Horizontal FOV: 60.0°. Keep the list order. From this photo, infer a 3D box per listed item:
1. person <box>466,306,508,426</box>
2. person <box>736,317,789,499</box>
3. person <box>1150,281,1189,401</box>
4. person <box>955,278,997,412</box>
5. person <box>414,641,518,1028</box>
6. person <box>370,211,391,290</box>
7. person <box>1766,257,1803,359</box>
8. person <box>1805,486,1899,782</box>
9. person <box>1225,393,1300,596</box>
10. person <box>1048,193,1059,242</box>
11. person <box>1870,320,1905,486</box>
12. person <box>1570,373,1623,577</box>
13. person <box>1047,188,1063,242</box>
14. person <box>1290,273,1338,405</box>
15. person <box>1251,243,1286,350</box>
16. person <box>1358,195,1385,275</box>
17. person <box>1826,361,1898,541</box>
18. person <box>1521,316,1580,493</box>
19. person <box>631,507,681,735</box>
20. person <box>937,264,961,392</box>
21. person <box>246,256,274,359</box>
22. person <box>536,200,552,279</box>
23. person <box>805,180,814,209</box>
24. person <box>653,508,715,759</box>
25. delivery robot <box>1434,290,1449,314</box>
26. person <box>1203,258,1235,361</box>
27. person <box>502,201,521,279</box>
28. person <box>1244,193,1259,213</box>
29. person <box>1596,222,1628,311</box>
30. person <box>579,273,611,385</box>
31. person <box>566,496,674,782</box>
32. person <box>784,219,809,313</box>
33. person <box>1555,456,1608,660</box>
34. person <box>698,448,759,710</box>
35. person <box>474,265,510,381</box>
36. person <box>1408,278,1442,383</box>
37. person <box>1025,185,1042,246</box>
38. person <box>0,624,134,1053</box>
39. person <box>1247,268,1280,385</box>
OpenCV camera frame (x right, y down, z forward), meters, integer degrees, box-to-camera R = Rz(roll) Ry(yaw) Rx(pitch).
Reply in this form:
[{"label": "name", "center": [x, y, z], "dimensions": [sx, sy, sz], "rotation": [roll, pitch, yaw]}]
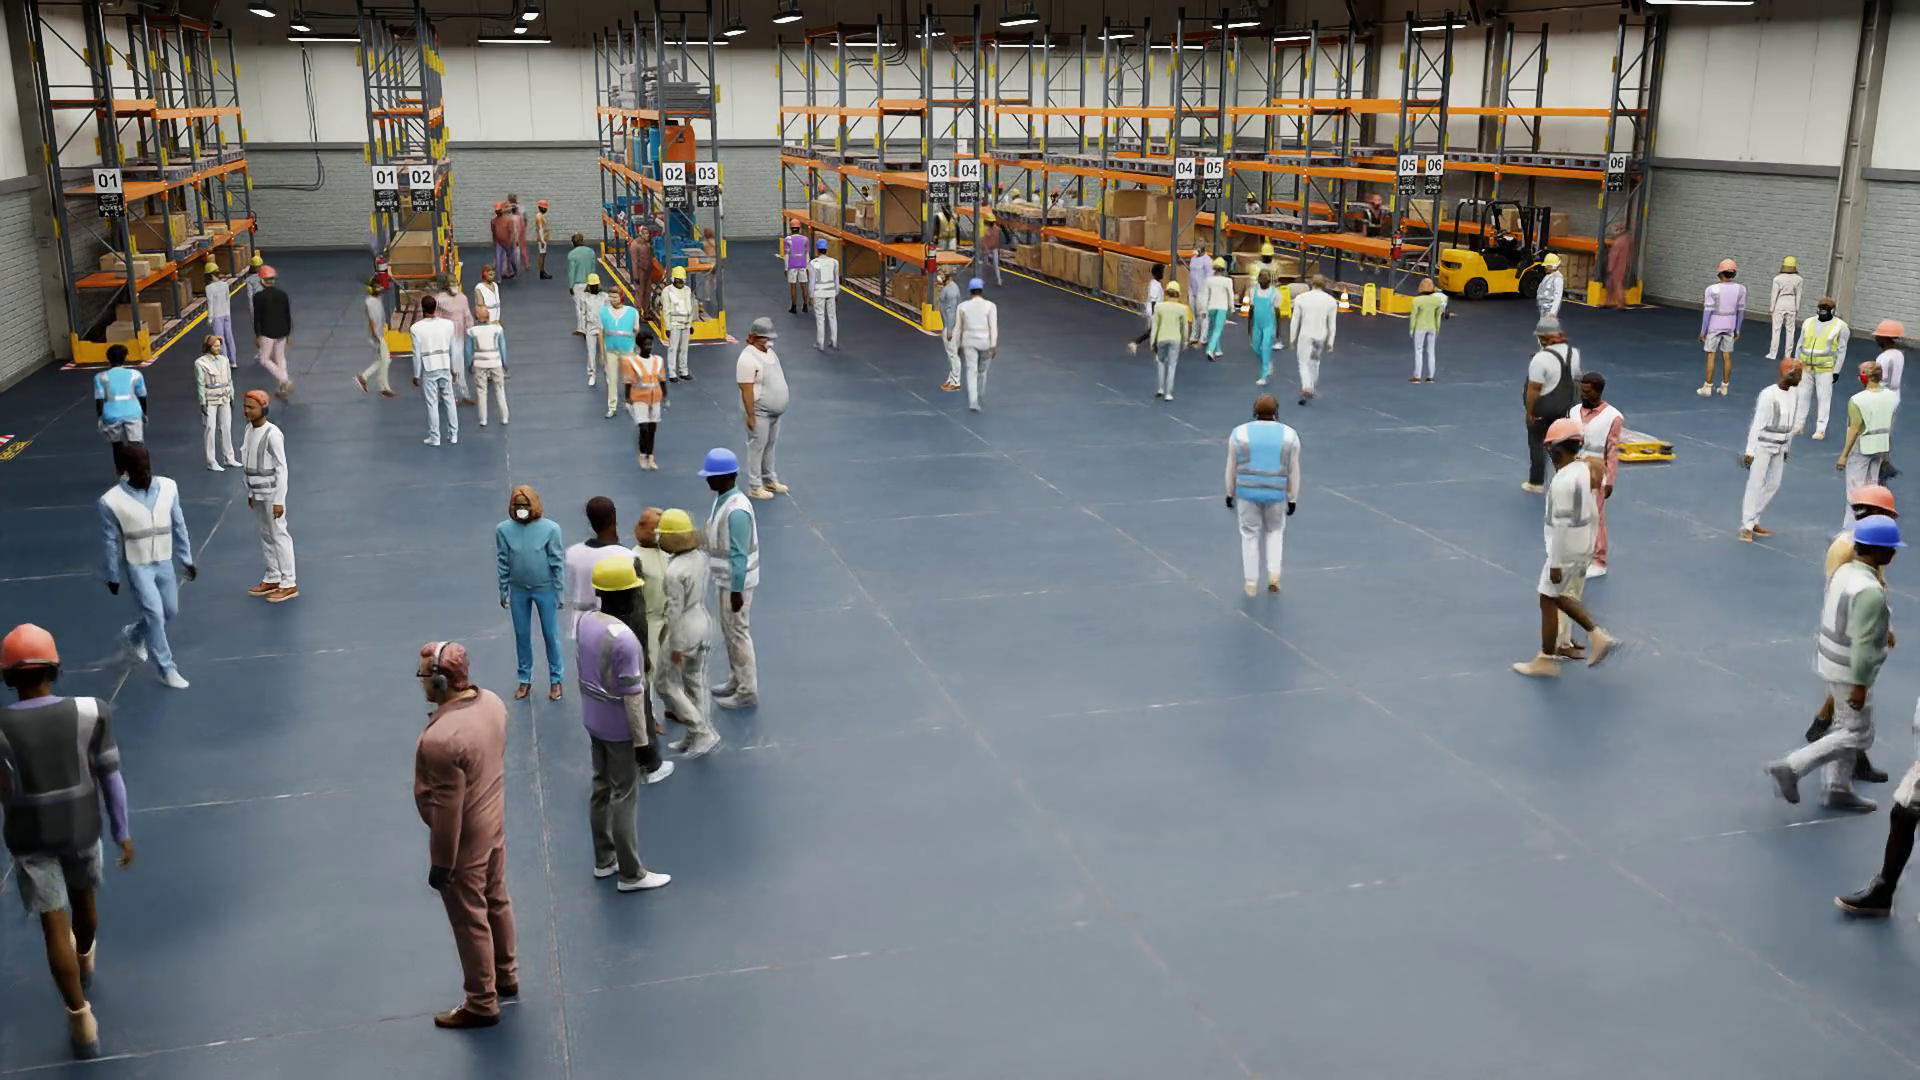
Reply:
[{"label": "person", "center": [-6.416, -2.356, 22.588], "dimensions": [0.528, 1.634, 0.321], "rotation": [-5, 16, -17]}, {"label": "person", "center": [-2.172, -1.482, 18.514], "dimensions": [0.536, 2.000, 0.684], "rotation": [5, 16, 19]}, {"label": "person", "center": [3.114, -2.955, 24.642], "dimensions": [0.553, 1.731, 0.776], "rotation": [4, 15, 15]}, {"label": "person", "center": [0.221, -2.789, 23.794], "dimensions": [0.616, 1.869, 1.076], "rotation": [1, 15, 2]}, {"label": "person", "center": [-2.383, 1.395, 7.950], "dimensions": [0.403, 1.904, 0.651], "rotation": [2, 15, 8]}, {"label": "person", "center": [-13.302, -6.634, 38.209], "dimensions": [0.371, 1.898, 0.765], "rotation": [0, 15, 0]}, {"label": "person", "center": [14.089, -3.964, 28.426], "dimensions": [0.484, 1.744, 0.294], "rotation": [2, 15, 7]}, {"label": "person", "center": [5.962, 0.597, 11.019], "dimensions": [0.624, 1.871, 0.668], "rotation": [-12, 19, -37]}, {"label": "person", "center": [2.691, -0.401, 14.854], "dimensions": [0.642, 1.825, 0.440], "rotation": [1, 15, 5]}, {"label": "person", "center": [2.565, -8.581, 45.587], "dimensions": [0.328, 1.861, 0.501], "rotation": [9, 17, 31]}, {"label": "person", "center": [10.505, -1.521, 18.945], "dimensions": [0.543, 1.888, 0.461], "rotation": [-11, 19, -36]}, {"label": "person", "center": [5.894, -0.621, 15.537], "dimensions": [0.388, 1.905, 0.601], "rotation": [-7, 16, -25]}, {"label": "person", "center": [2.885, -9.877, 50.745], "dimensions": [0.585, 1.696, 0.632], "rotation": [6, 16, 23]}, {"label": "person", "center": [5.165, -2.902, 24.150], "dimensions": [0.663, 1.898, 0.864], "rotation": [0, 15, -1]}, {"label": "person", "center": [5.421, -4.262, 29.271], "dimensions": [0.589, 1.877, 0.951], "rotation": [-5, 16, -19]}, {"label": "person", "center": [10.502, -7.797, 42.385], "dimensions": [0.603, 2.005, 1.037], "rotation": [-3, 15, -10]}, {"label": "person", "center": [9.013, -0.860, 16.564], "dimensions": [0.563, 1.837, 0.389], "rotation": [-6, 16, -21]}, {"label": "person", "center": [6.580, -1.527, 18.684], "dimensions": [0.697, 2.000, 0.556], "rotation": [-8, 17, -28]}, {"label": "person", "center": [-2.120, 0.555, 11.650], "dimensions": [0.286, 1.622, 0.511], "rotation": [11, 18, 34]}, {"label": "person", "center": [-0.161, -3.232, 25.323], "dimensions": [0.380, 1.931, 0.625], "rotation": [-2, 15, -6]}, {"label": "person", "center": [-11.941, -3.971, 28.449], "dimensions": [0.294, 1.744, 0.486], "rotation": [13, 20, 41]}, {"label": "person", "center": [-10.261, -7.411, 41.041], "dimensions": [0.384, 1.926, 0.549], "rotation": [-2, 15, -8]}, {"label": "person", "center": [-4.644, -10.260, 51.773], "dimensions": [0.375, 1.932, 0.544], "rotation": [6, 16, 22]}, {"label": "person", "center": [-1.865, 0.633, 11.156], "dimensions": [0.355, 1.733, 0.485], "rotation": [4, 16, 16]}, {"label": "delivery robot", "center": [9.753, -4.855, 33.874], "dimensions": [0.477, 0.478, 0.707], "rotation": [6, 16, 20]}, {"label": "person", "center": [4.378, -3.942, 28.368], "dimensions": [0.523, 1.729, 0.866], "rotation": [11, 18, 35]}, {"label": "person", "center": [-11.158, -7.427, 41.165], "dimensions": [0.399, 1.900, 0.647], "rotation": [7, 16, 23]}, {"label": "person", "center": [8.323, -9.075, 47.660], "dimensions": [0.487, 1.742, 0.293], "rotation": [13, 20, 41]}, {"label": "person", "center": [13.710, -5.730, 34.848], "dimensions": [0.704, 1.858, 0.723], "rotation": [7, 16, 25]}, {"label": "person", "center": [-5.637, -3.269, 25.825], "dimensions": [0.485, 1.736, 0.322], "rotation": [-4, 15, -14]}, {"label": "person", "center": [-2.228, 0.658, 10.776], "dimensions": [0.652, 1.886, 0.505], "rotation": [9, 17, 29]}, {"label": "person", "center": [-3.395, -5.679, 34.516], "dimensions": [0.543, 1.932, 0.376], "rotation": [-6, 16, -20]}, {"label": "person", "center": [4.939, 0.128, 13.235], "dimensions": [0.268, 1.631, 0.507], "rotation": [5, 16, 18]}, {"label": "person", "center": [-1.669, 0.274, 12.114], "dimensions": [0.419, 1.937, 0.616], "rotation": [-5, 16, -17]}, {"label": "person", "center": [-7.414, -3.414, 26.188], "dimensions": [0.406, 1.830, 0.580], "rotation": [4, 15, 13]}, {"label": "person", "center": [7.289, -3.276, 26.057], "dimensions": [0.503, 1.627, 0.289], "rotation": [-3, 15, -11]}, {"label": "person", "center": [2.210, -9.423, 48.686], "dimensions": [1.001, 1.872, 0.702], "rotation": [-11, 19, -36]}, {"label": "person", "center": [-4.336, 1.358, 7.921], "dimensions": [0.634, 1.985, 1.031], "rotation": [-10, 18, -34]}, {"label": "person", "center": [4.769, -3.351, 25.973], "dimensions": [0.548, 1.824, 0.596], "rotation": [10, 18, 32]}]
